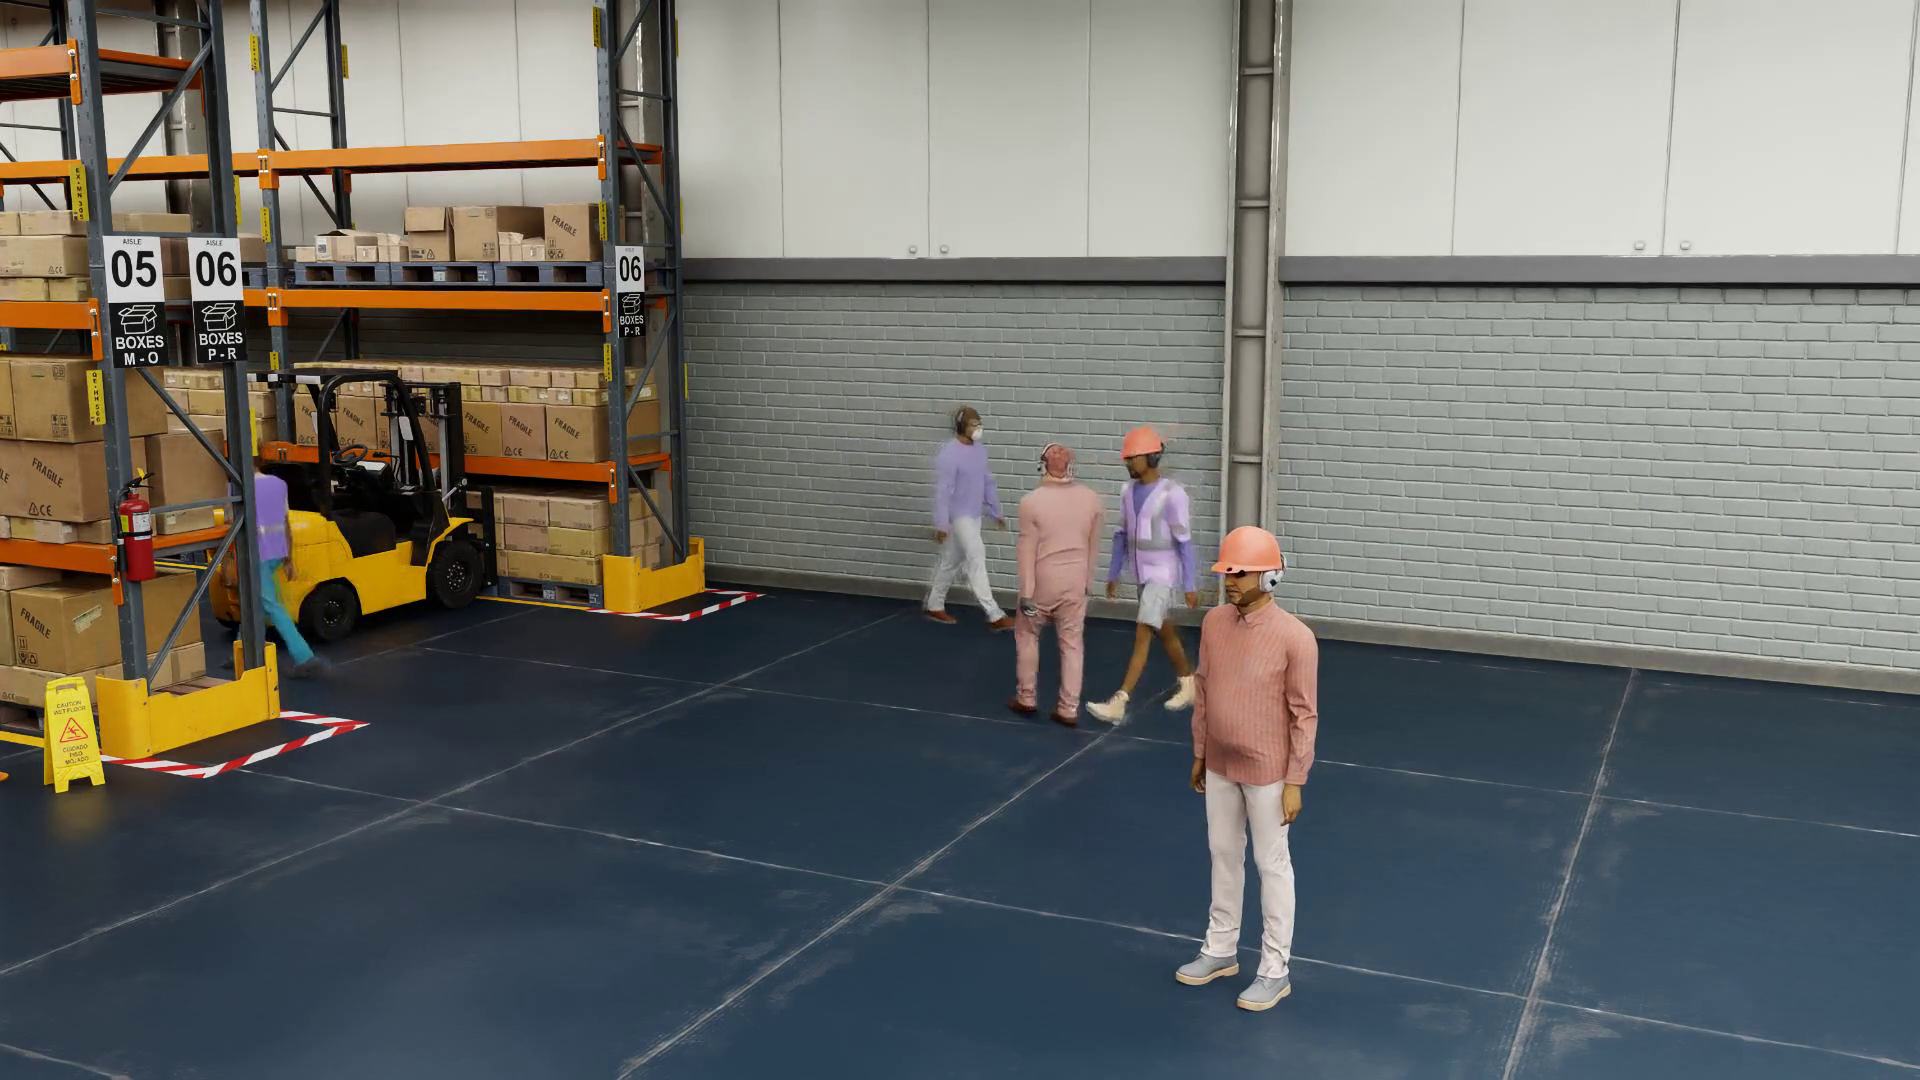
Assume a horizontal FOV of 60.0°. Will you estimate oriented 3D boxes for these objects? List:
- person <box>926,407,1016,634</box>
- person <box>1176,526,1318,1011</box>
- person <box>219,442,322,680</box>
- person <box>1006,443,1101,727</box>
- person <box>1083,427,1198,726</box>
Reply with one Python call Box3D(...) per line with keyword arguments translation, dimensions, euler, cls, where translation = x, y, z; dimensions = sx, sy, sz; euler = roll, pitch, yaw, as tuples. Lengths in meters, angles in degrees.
Box3D(translation=(0.091, -0.174, 13.972), dimensions=(1.025, 1.885, 0.633), euler=(5, 10, 27), cls="person")
Box3D(translation=(1.188, 0.927, 6.884), dimensions=(0.381, 1.994, 0.614), euler=(-8, 12, -39), cls="person")
Box3D(translation=(-5.166, 0.141, 12.344), dimensions=(0.983, 1.797, 0.577), euler=(3, 10, 20), cls="person")
Box3D(translation=(0.588, 0.281, 11.185), dimensions=(0.665, 1.874, 0.802), euler=(-5, 10, -26), cls="person")
Box3D(translation=(1.271, 0.235, 11.182), dimensions=(1.076, 1.976, 0.658), euler=(-6, 11, -32), cls="person")
